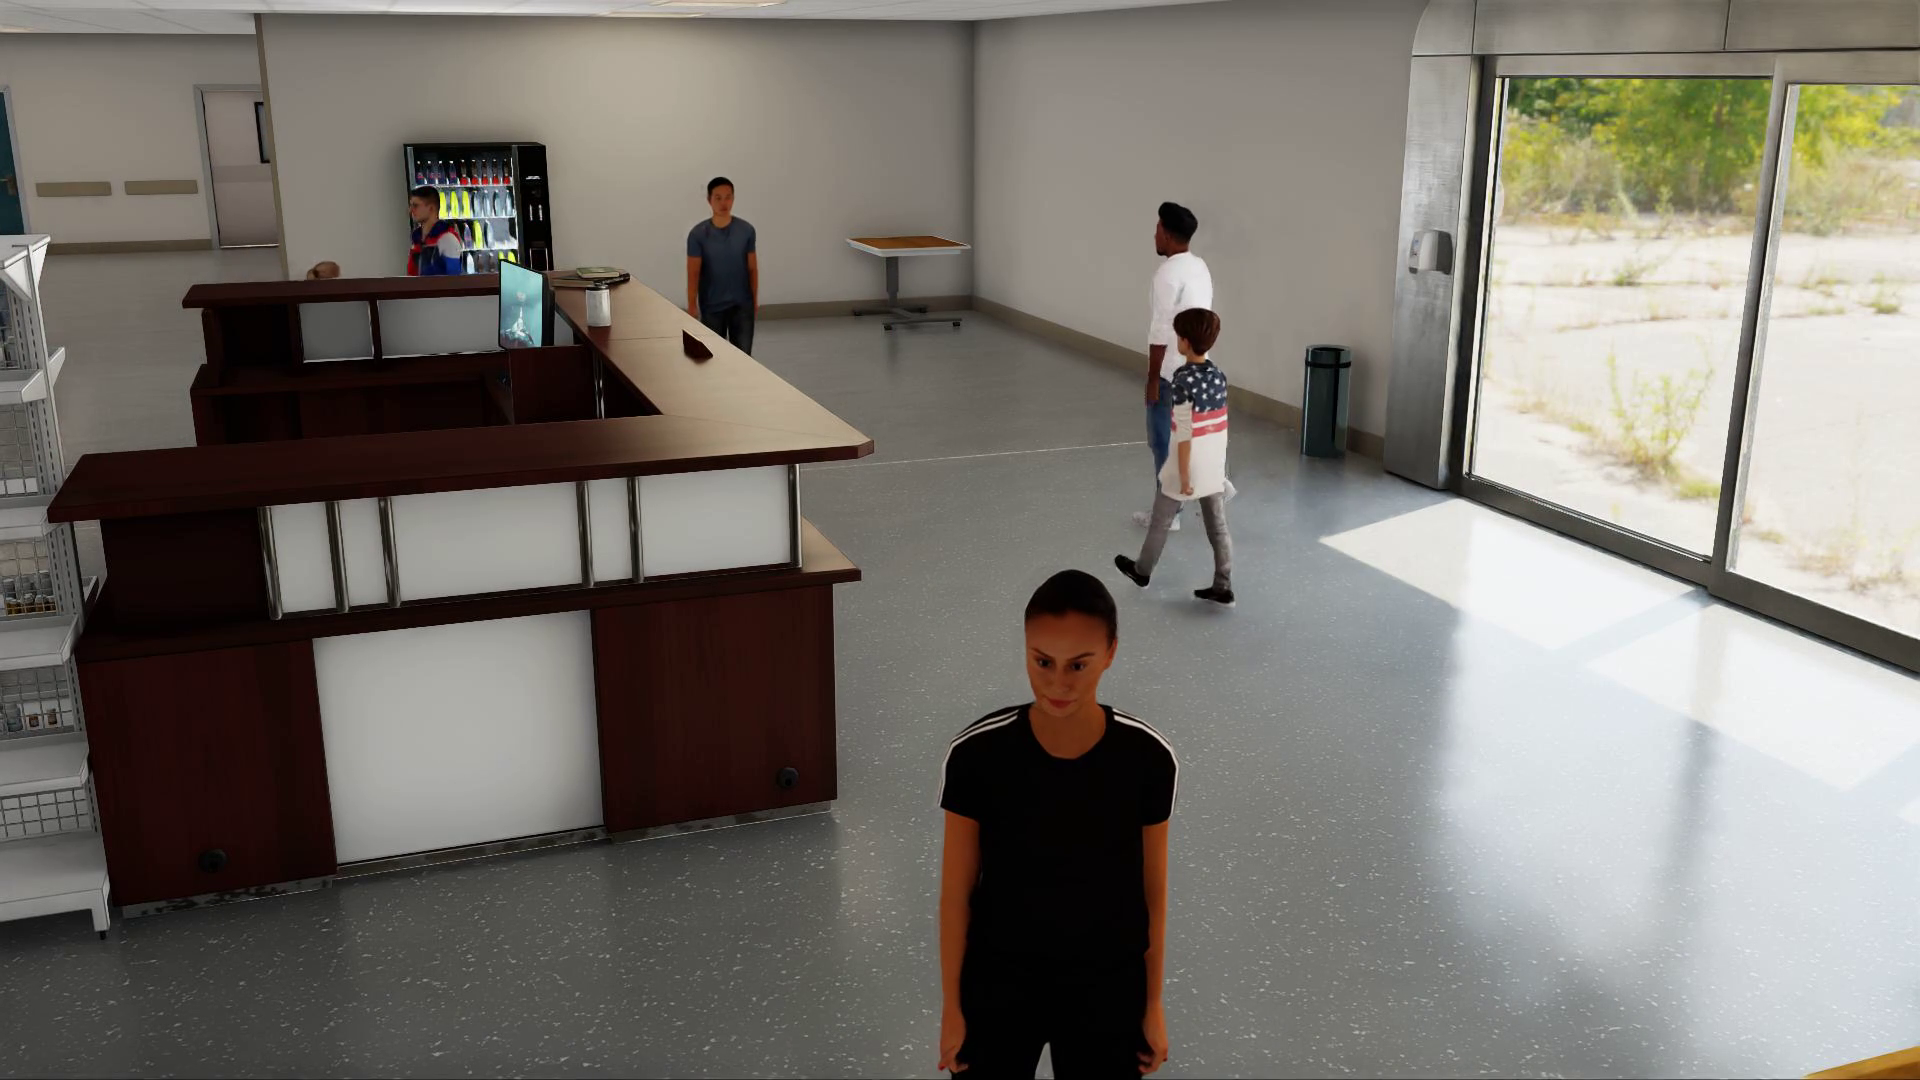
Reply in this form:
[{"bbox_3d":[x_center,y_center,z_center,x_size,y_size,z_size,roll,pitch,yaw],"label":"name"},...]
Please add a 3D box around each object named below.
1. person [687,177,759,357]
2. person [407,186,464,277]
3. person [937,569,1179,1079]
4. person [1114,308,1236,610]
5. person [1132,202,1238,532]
[{"bbox_3d":[-1.670,-1.653,11.802,1.064,1.743,0.785,-4,16,-15],"label":"person"},{"bbox_3d":[-3.440,-1.495,11.303,1.227,1.710,0.908,-14,21,-40],"label":"person"},{"bbox_3d":[0.168,0.841,3.092,0.562,1.668,0.704,0,16,0],"label":"person"},{"bbox_3d":[1.162,-0.357,7.823,0.899,1.406,0.757,-11,19,-35],"label":"person"},{"bbox_3d":[1.260,-0.923,9.112,0.923,1.798,0.882,10,19,32],"label":"person"}]
